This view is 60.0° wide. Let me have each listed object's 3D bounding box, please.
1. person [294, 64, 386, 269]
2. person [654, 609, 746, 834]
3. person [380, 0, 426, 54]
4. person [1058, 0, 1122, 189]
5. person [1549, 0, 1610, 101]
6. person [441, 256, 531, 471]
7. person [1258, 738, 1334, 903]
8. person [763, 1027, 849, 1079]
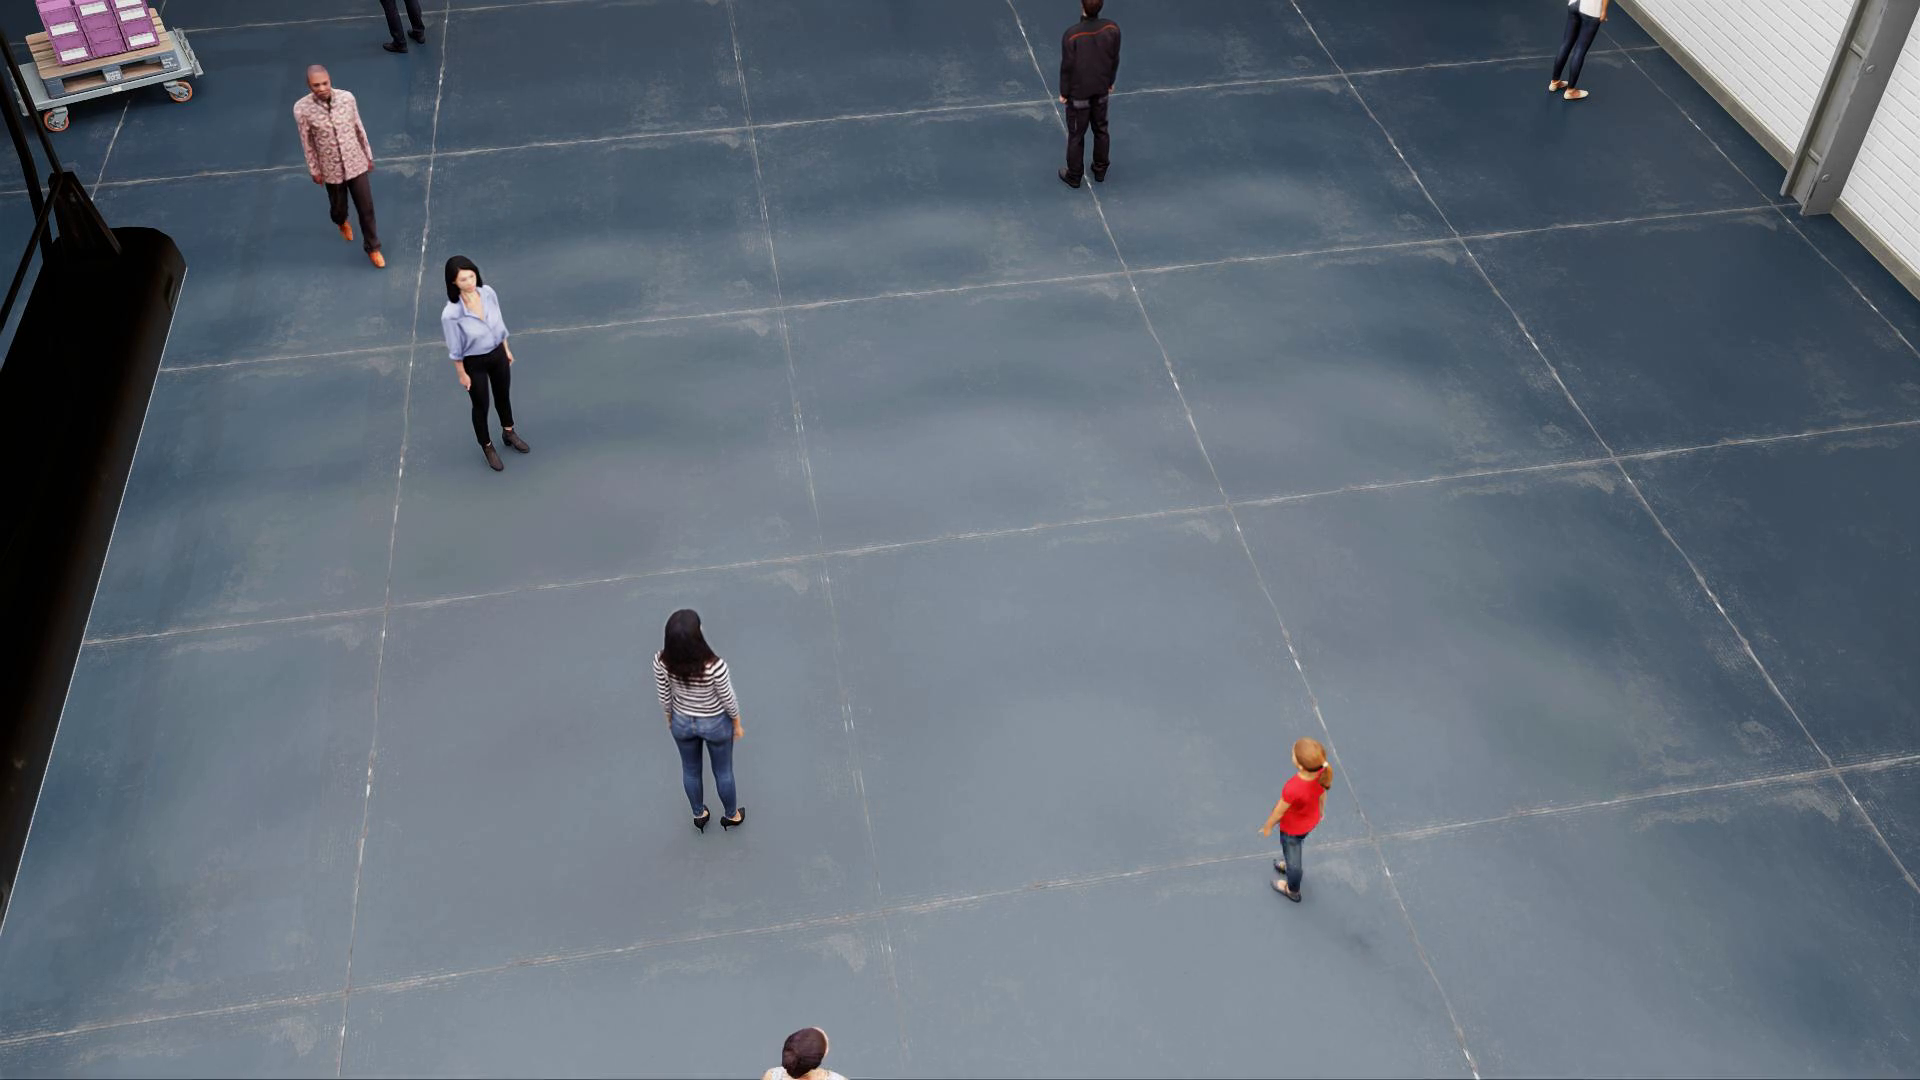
[{"bbox_3d":[-5.153,-3.151,13.828,0.870,1.787,1.031,-22,48,-22],"label":"person"},{"bbox_3d":[-1.463,1.052,9.408,0.631,1.797,0.577,5,44,6],"label":"person"},{"bbox_3d":[-5.703,-5.784,16.551,0.859,1.842,0.789,24,49,23],"label":"person"},{"bbox_3d":[1.132,-3.978,14.659,0.757,1.837,0.629,-14,45,-14],"label":"person"},{"bbox_3d":[5.964,-5.077,15.851,0.706,1.785,0.561,-20,47,-20],"label":"person"},{"bbox_3d":[-3.408,-1.279,11.893,0.777,1.744,0.732,29,51,27],"label":"person"},{"bbox_3d":[1.928,1.592,9.200,0.600,1.303,0.636,-28,50,-27],"label":"person"},{"bbox_3d":[-0.698,2.839,7.695,0.908,1.574,1.190,10,45,11],"label":"person"}]
